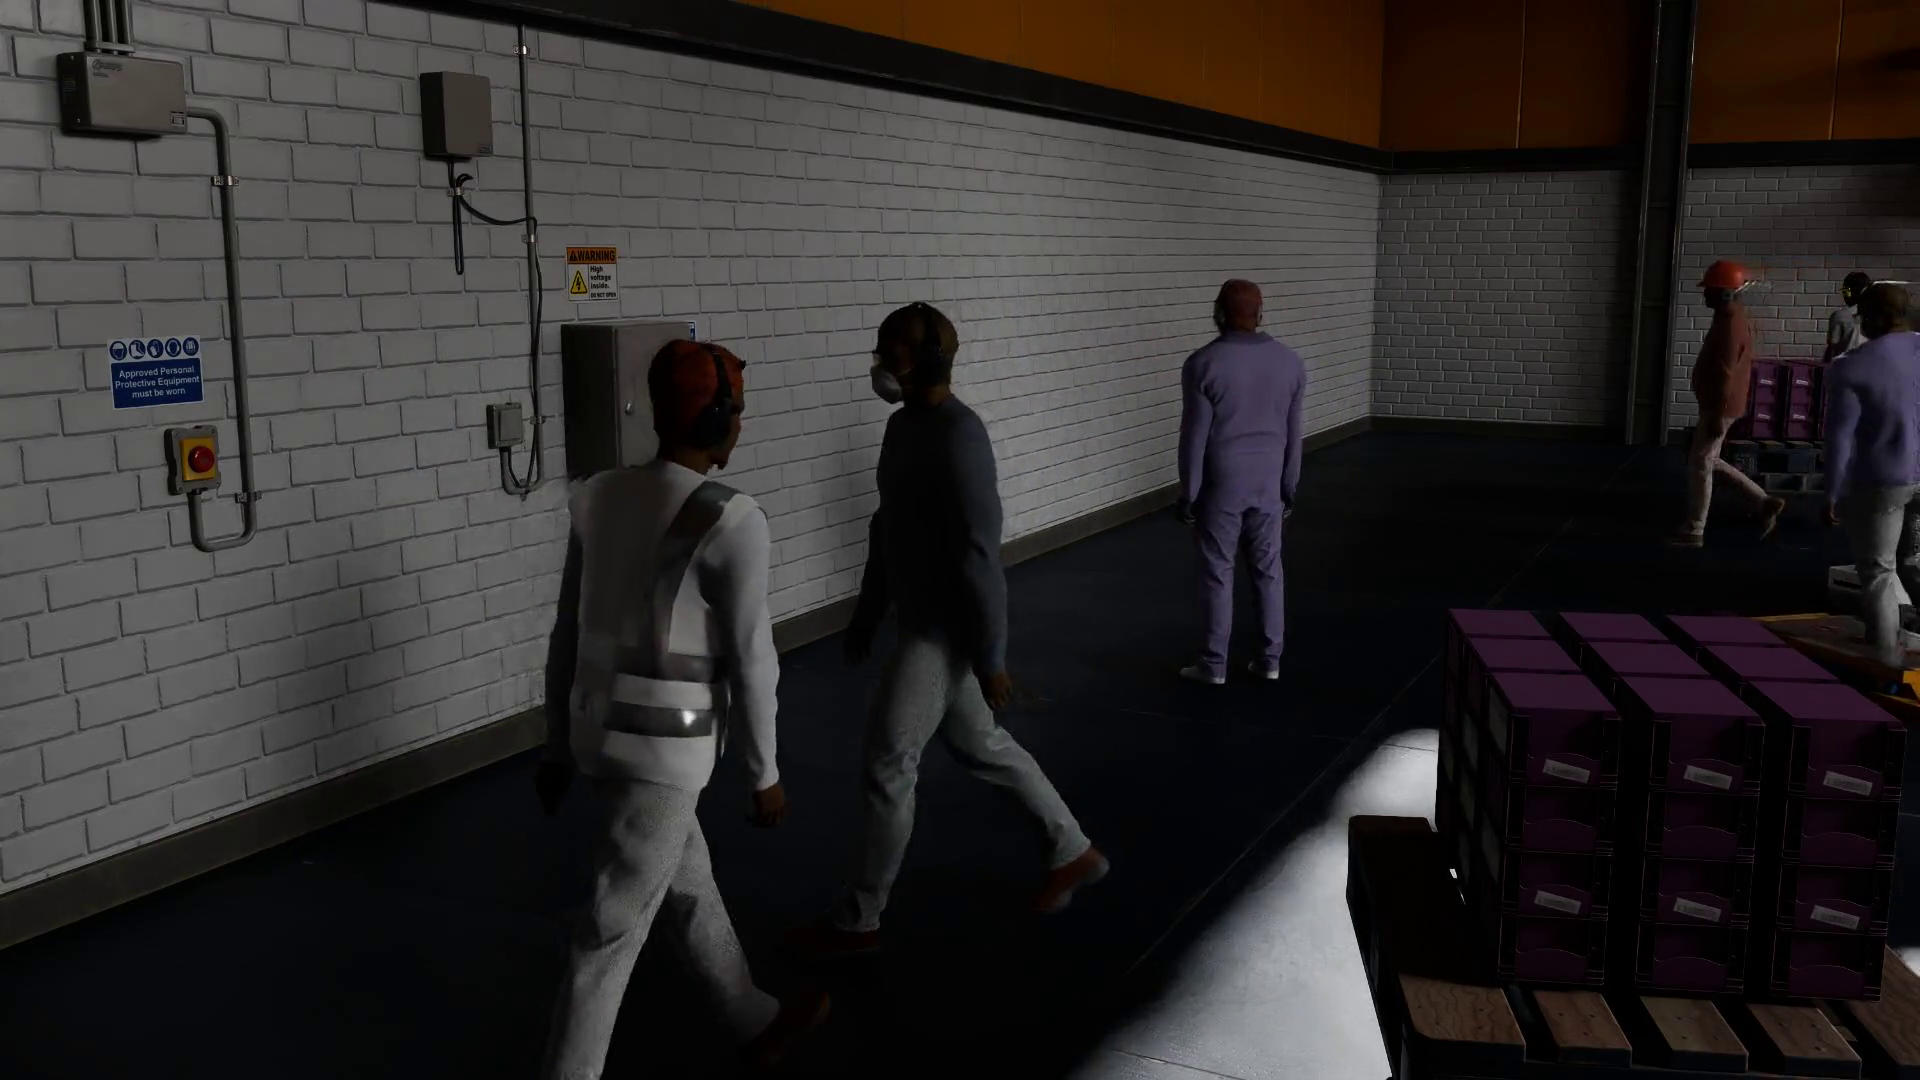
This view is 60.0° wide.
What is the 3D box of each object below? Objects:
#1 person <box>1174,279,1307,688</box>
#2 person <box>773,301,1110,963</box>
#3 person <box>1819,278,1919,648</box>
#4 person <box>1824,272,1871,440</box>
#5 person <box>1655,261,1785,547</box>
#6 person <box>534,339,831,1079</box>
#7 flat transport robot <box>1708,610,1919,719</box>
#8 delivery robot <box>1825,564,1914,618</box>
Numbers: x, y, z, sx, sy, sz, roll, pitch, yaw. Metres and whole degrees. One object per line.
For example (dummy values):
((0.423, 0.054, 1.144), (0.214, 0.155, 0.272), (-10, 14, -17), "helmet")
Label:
((1.287, -0.261, 7.783), (0.651, 1.905, 0.403), (-4, 10, -20), "person")
((-0.015, 0.259, 4.815), (1.021, 1.902, 0.628), (-2, 10, -12), "person")
((4.261, -0.227, 7.568), (0.650, 1.915, 0.543), (-1, 10, -3), "person")
((7.549, -1.338, 14.141), (0.536, 1.865, 0.344), (-2, 10, -13), "person")
((5.237, -0.910, 11.353), (0.722, 1.975, 0.619), (4, 11, 21), "person")
((-0.632, 0.471, 3.756), (0.942, 1.825, 0.569), (-9, 14, -44), "person")
((4.225, 0.553, 7.794), (0.652, 0.197, 1.431), (-3, 10, -15), "flat transport robot")
((4.818, 0.235, 8.537), (0.707, 0.478, 0.477), (-4, 11, -22), "delivery robot")
